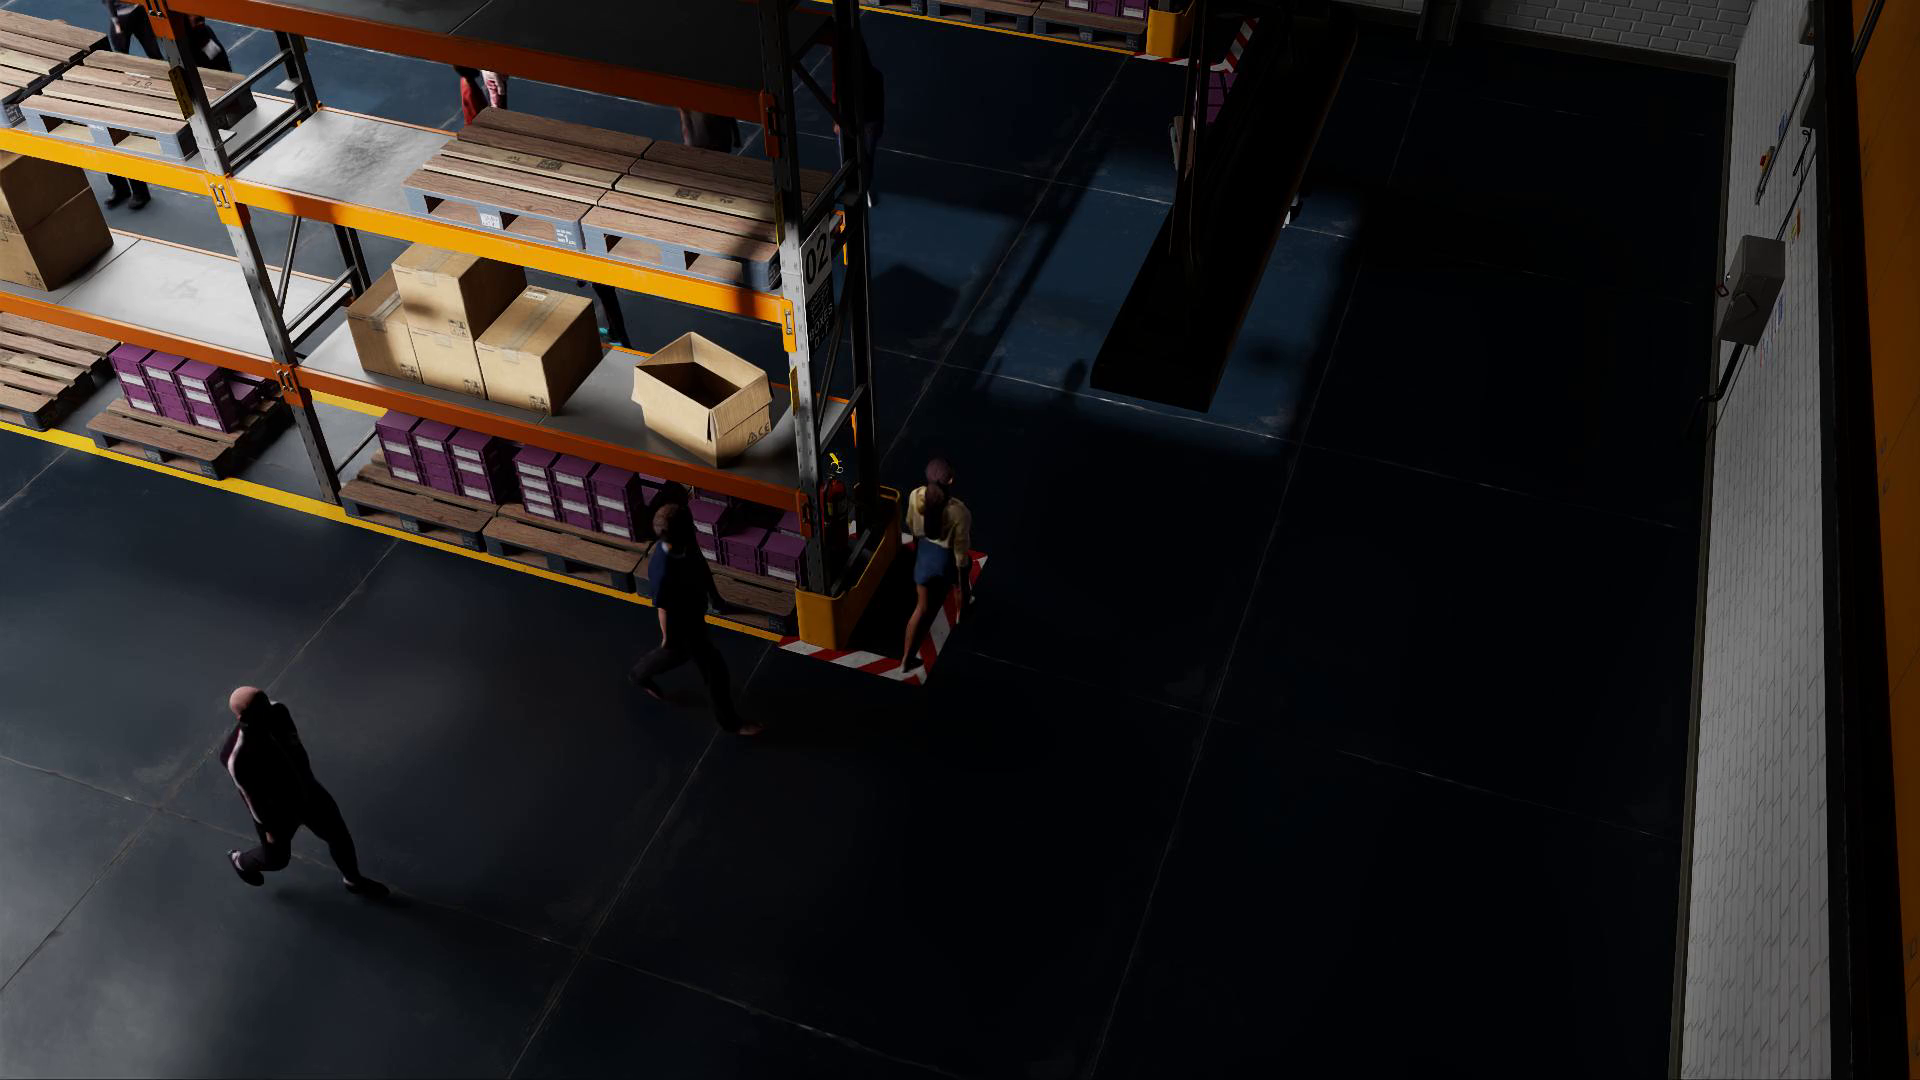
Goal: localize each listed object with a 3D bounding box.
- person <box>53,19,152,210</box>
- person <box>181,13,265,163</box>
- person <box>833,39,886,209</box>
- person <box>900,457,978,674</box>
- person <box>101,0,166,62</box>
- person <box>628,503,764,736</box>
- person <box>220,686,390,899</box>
[{"bbox_3d":[-7.714,-3.816,14.873,0.528,1.818,0.717,9,44,9],"label":"person"},{"bbox_3d":[-7.079,-4.233,15.487,1.207,1.573,0.861,2,44,2],"label":"person"},{"bbox_3d":[-0.912,-3.783,14.977,0.681,1.625,0.779,-4,44,-4],"label":"person"},{"bbox_3d":[-0.181,0.189,10.835,1.104,1.589,0.790,20,47,20],"label":"person"},{"bbox_3d":[-8.067,-5.101,16.268,0.896,1.754,0.617,15,46,15],"label":"person"},{"bbox_3d":[-1.798,0.473,10.369,1.228,1.819,0.818,6,44,6],"label":"person"},{"bbox_3d":[-3.863,1.471,9.331,1.112,1.807,0.658,13,45,14],"label":"person"}]
